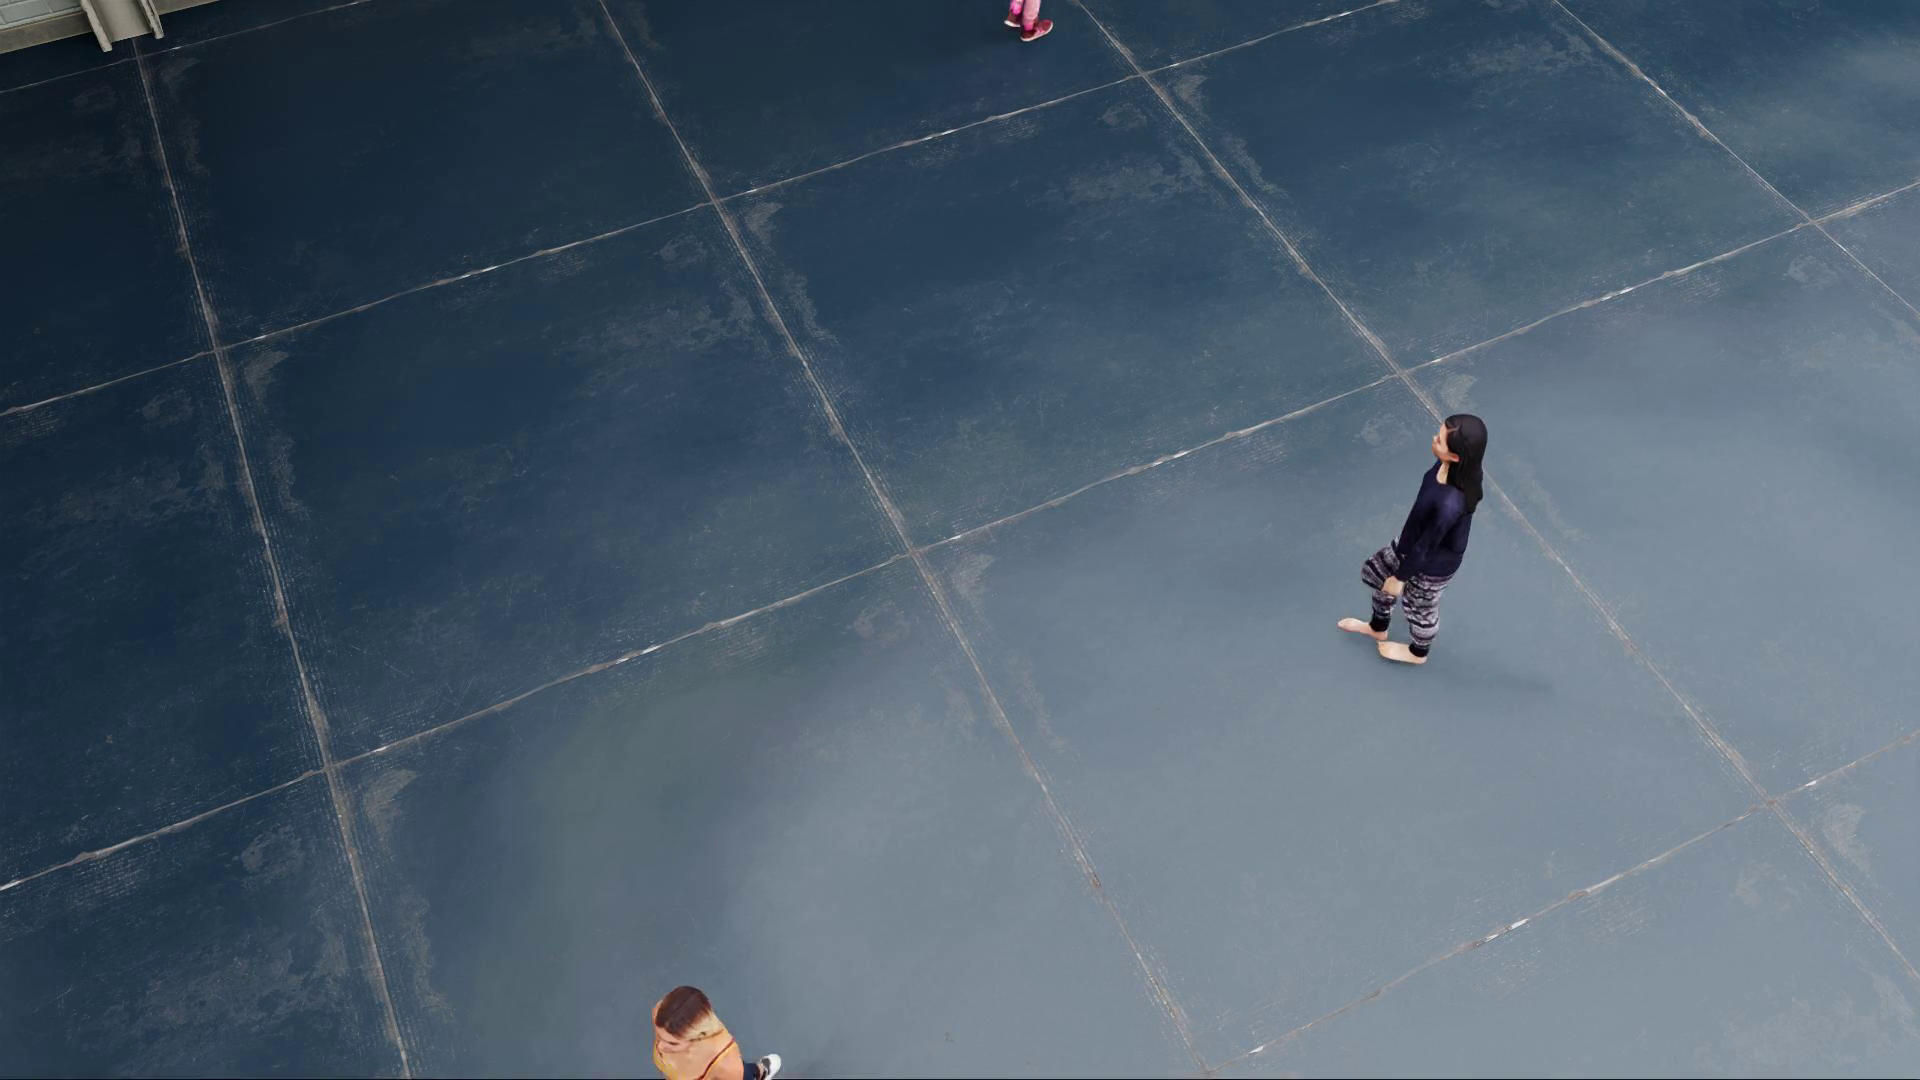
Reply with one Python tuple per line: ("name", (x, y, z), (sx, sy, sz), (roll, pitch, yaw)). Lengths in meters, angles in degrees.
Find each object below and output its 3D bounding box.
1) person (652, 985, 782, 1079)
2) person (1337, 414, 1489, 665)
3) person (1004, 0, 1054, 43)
("person", (-0.859, 1.944, 6.086), (0.776, 1.621, 0.901), (31, 58, 22))
("person", (2.197, 0.054, 7.487), (0.859, 1.721, 0.801), (14, 53, 10))
("person", (0.432, -3.834, 10.674), (0.644, 1.442, 0.625), (-32, 59, -23))
